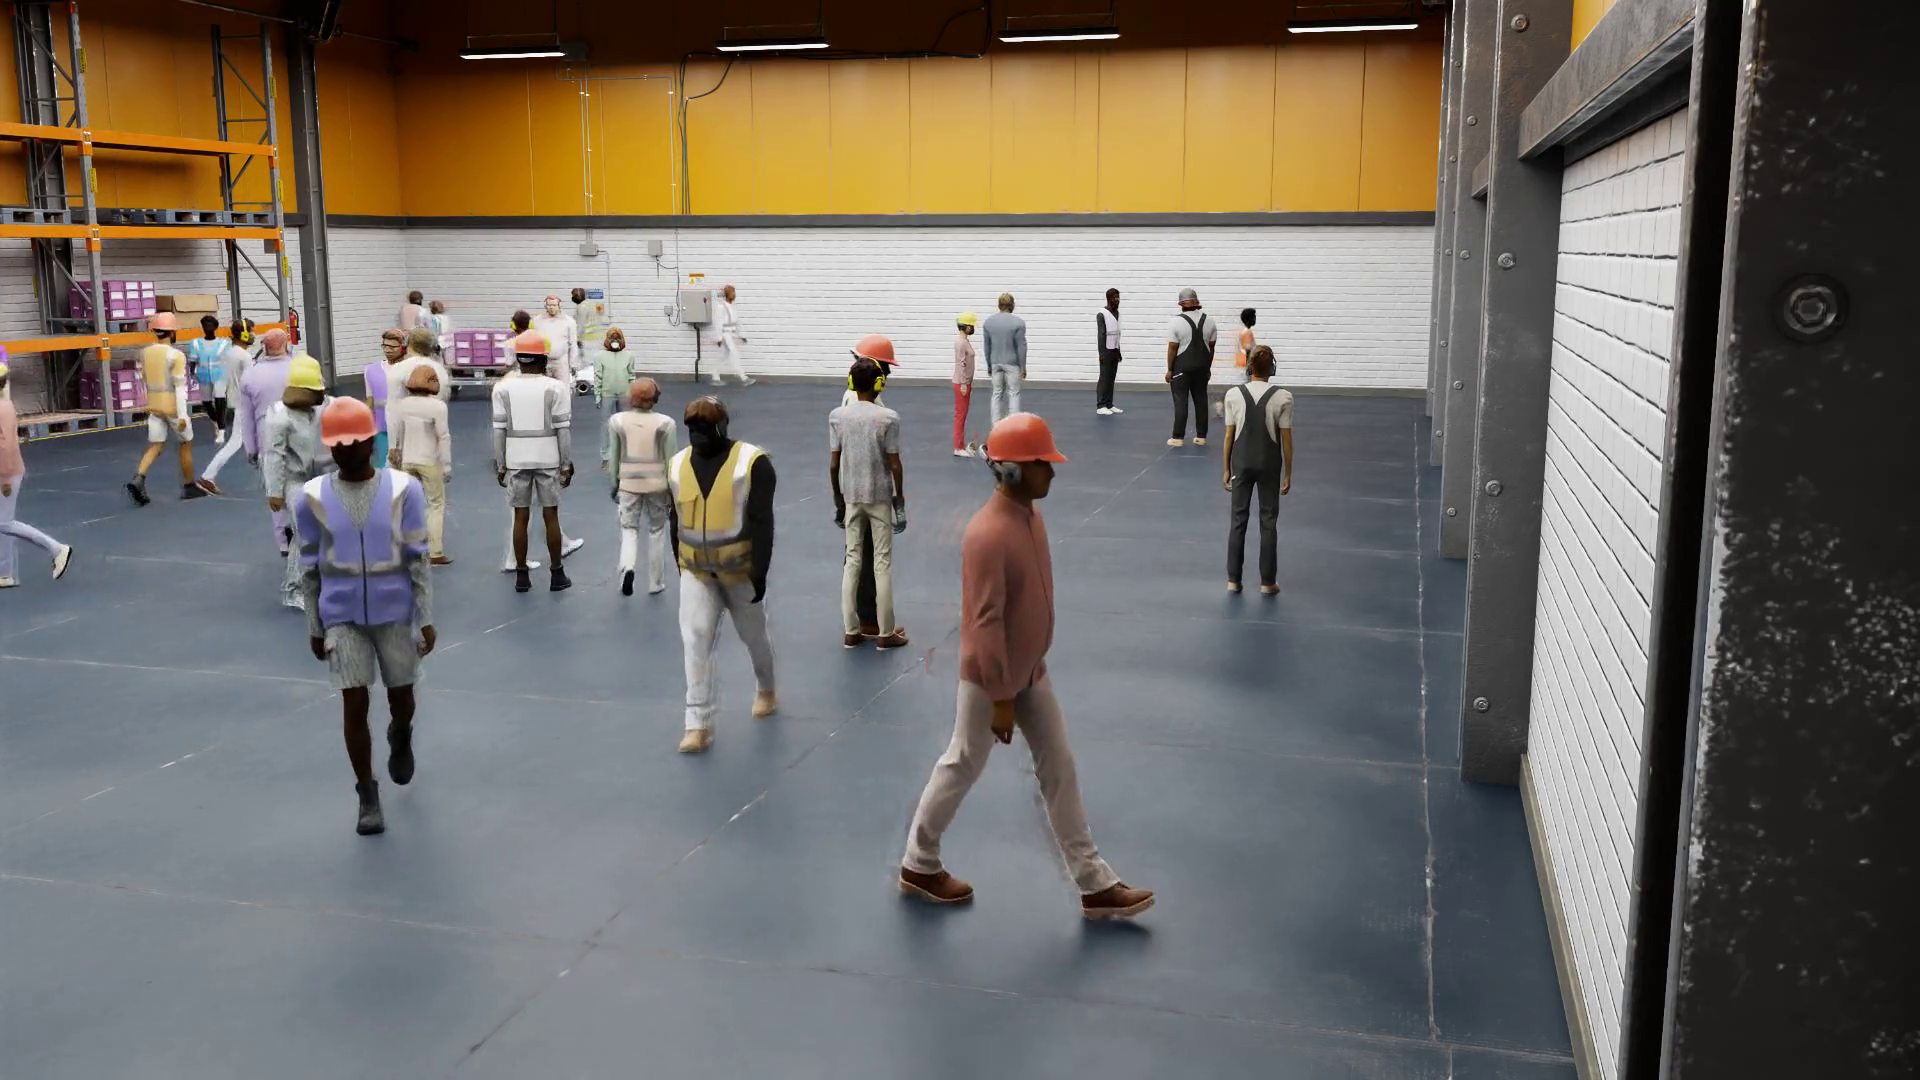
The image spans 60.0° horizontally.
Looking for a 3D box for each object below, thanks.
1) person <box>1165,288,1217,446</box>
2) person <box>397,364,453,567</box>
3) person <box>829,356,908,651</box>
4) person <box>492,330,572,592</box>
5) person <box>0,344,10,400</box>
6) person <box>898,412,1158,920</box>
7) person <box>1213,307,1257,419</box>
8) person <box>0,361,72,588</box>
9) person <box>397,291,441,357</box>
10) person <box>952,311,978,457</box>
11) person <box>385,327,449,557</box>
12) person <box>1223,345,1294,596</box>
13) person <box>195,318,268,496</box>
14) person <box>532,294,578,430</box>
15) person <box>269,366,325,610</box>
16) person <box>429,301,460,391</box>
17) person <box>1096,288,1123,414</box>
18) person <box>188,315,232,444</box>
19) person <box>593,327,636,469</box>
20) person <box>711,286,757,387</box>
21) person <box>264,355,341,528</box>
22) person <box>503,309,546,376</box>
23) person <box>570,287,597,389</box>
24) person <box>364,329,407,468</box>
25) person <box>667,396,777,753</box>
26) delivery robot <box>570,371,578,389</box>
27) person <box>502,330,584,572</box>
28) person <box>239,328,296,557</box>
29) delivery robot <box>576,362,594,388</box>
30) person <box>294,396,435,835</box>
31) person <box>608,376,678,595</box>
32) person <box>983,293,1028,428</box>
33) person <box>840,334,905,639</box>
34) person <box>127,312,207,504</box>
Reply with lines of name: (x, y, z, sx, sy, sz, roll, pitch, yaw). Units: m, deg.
person: (2.915, -2.224, 21.345, 0.674, 2.000, 0.535, -4, 11, -20)
person: (-4.288, -0.591, 13.299, 0.519, 1.621, 0.332, 4, 11, 22)
person: (-0.572, -0.226, 10.538, 0.509, 1.865, 0.328, 3, 11, 19)
person: (-3.158, -0.580, 12.326, 0.550, 1.935, 0.375, -1, 10, -5)
person: (-10.258, -1.460, 17.410, 0.555, 1.910, 0.871, -3, 11, -17)
person: (0.207, 0.489, 6.264, 1.055, 1.939, 0.642, 5, 11, 24)
person: (4.099, -2.558, 24.256, 0.714, 1.672, 0.530, 2, 10, 9)
person: (-7.063, -0.498, 12.390, 0.583, 1.745, 0.534, -7, 12, -34)
person: (-9.179, -3.324, 28.278, 0.634, 1.791, 0.937, 5, 11, 24)
person: (0.063, -1.900, 20.291, 0.311, 1.768, 0.524, 1, 10, 6)
person: (-4.506, -0.781, 13.609, 0.559, 1.904, 0.661, 4, 11, 22)
person: (2.181, -0.505, 12.194, 0.509, 1.841, 0.337, 3, 11, 18)
person: (-7.456, -1.370, 17.171, 0.987, 1.824, 0.543, -8, 13, -38)
person: (-5.639, -2.471, 23.151, 0.654, 1.901, 0.404, 0, 10, 1)
person: (-4.568, -0.360, 11.672, 0.562, 1.718, 0.497, 3, 10, 15)
person: (-9.171, -3.404, 29.257, 0.741, 1.602, 0.528, 2, 10, 13)
person: (2.278, -2.884, 25.432, 0.375, 1.915, 0.598, 7, 12, 33)
person: (-9.778, -2.118, 21.787, 0.534, 1.672, 0.737, -2, 10, -9)
person: (-3.969, -1.638, 19.175, 0.498, 1.633, 0.279, -5, 11, -28)
person: (-4.162, -3.704, 30.303, 0.982, 1.831, 0.593, 3, 10, 17)
person: (-4.568, -0.396, 11.720, 0.605, 1.787, 0.851, -4, 11, -22)
person: (-4.875, -1.670, 18.745, 0.528, 1.847, 0.624, -6, 12, -29)
person: (-6.787, -3.587, 29.677, 0.686, 1.815, 0.648, -2, 10, -13)
person: (-4.874, -0.916, 14.508, 0.564, 1.839, 0.396, -2, 10, -11)
person: (-1.222, 0.134, 8.700, 0.627, 1.802, 0.956, 2, 10, 13)
delivery robot: (-6.853, -2.738, 28.192, 0.707, 0.478, 0.477, 0, 10, 1)
person: (-3.295, -0.717, 13.224, 0.622, 1.882, 0.927, 8, 13, 38)
person: (-5.524, -0.772, 13.561, 0.661, 1.885, 0.582, -1, 10, -3)
delivery robot: (-6.308, -2.827, 28.696, 0.707, 0.478, 0.477, -4, 11, -21)
person: (-2.625, 0.304, 7.377, 0.554, 1.917, 0.611, -3, 10, -17)
person: (-2.297, -0.372, 12.044, 0.518, 1.617, 0.553, 0, 10, -2)
person: (0.617, -2.323, 22.267, 0.651, 1.925, 0.382, 5, 11, 28)
person: (-0.583, -0.349, 10.880, 0.393, 1.986, 0.610, -3, 11, -18)
person: (-7.934, -1.309, 16.547, 0.540, 1.913, 0.866, 3, 10, 15)
